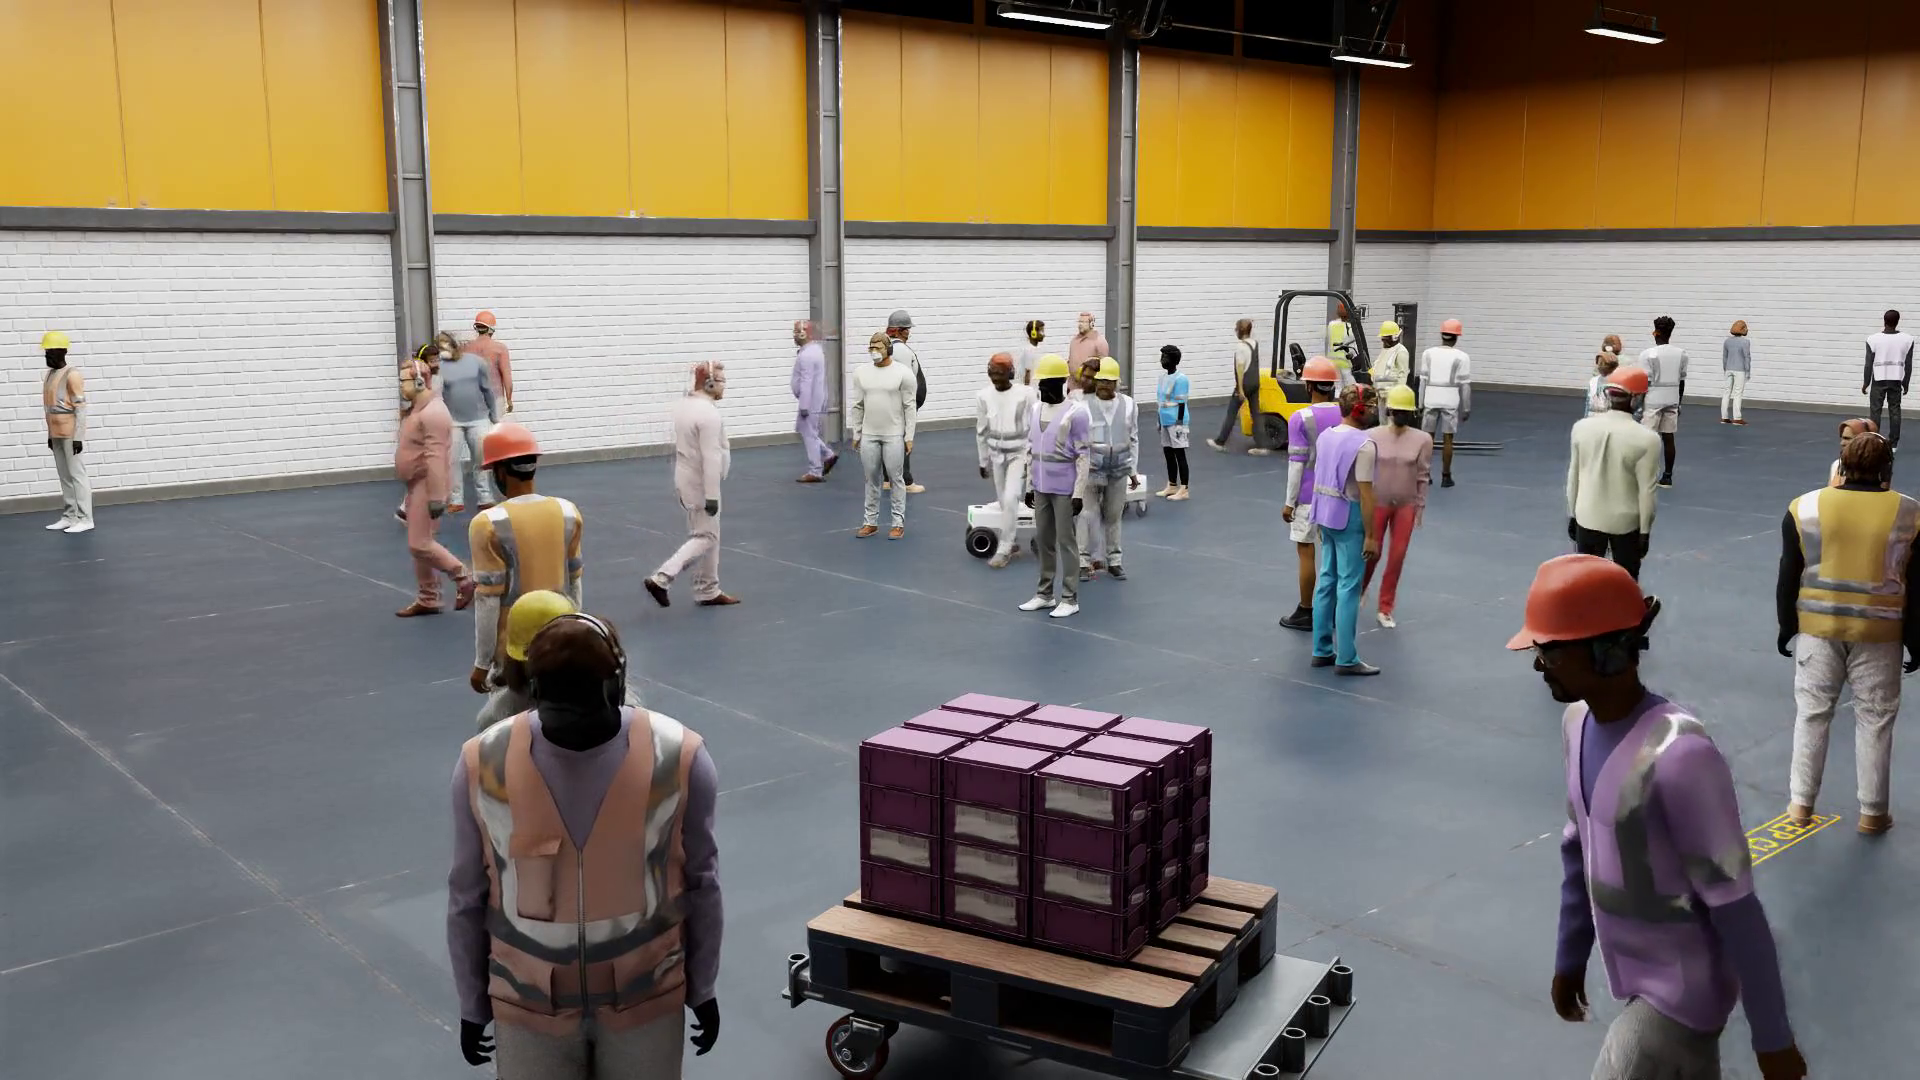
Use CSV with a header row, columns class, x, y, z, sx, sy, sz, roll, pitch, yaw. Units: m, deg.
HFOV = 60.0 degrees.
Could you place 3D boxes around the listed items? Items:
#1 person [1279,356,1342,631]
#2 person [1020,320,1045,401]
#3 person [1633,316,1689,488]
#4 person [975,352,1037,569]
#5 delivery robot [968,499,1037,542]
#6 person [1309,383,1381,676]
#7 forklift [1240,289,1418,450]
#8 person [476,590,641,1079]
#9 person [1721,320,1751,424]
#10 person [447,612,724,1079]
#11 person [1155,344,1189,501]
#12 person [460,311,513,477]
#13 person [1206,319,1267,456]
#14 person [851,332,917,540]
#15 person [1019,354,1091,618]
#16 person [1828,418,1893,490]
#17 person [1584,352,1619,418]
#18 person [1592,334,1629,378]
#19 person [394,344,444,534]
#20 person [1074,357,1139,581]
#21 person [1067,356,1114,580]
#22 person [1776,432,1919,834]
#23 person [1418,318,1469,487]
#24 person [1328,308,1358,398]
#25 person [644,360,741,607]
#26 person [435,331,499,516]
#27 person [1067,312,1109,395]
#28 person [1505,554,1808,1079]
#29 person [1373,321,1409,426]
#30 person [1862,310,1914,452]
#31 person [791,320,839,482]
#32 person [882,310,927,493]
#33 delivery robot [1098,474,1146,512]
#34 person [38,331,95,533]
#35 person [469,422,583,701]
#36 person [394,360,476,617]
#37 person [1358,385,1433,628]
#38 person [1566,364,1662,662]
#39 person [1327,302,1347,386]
class,x,y,z,sx,sy,sz,roll,pitch,yaw
person,2.506,-0.323,11.734,0.545,1.938,0.358,-5,11,-27
person,0.878,-1.819,20.768,0.443,1.852,0.513,1,10,5
person,7.914,-1.549,18.829,0.607,1.966,0.367,-3,10,-15
person,0.402,-0.688,14.177,0.598,1.827,0.843,5,11,28
delivery robot,0.425,-0.188,14.707,0.707,0.478,0.477,0,10,1
person,2.420,-0.069,10.511,0.381,1.844,0.566,-4,10,-20
forklift,5.034,-2.339,22.783,2.313,2.155,1.214,3,10,16
person,-1.148,0.984,4.760,0.491,1.701,0.837,1,10,7
person,12.202,-2.632,26.132,0.284,1.636,0.500,-4,11,-23
person,-0.865,1.066,3.887,0.631,1.840,0.428,-2,10,-9
person,2.299,-1.268,17.998,0.324,1.688,0.536,-3,10,-19
person,-5.572,-1.701,19.631,0.624,1.992,0.390,1,10,6
person,3.750,-2.037,22.164,0.523,1.795,0.926,-8,13,-40
person,-0.716,-0.968,15.503,0.635,1.937,0.354,3,10,19
person,0.685,-0.397,12.192,0.369,1.925,0.594,-8,13,-39
person,5.635,0.046,10.480,0.318,1.630,0.512,-2,10,-9
person,6.773,-1.156,17.482,0.310,1.638,0.523,-5,11,-25
person,8.501,-1.892,21.828,0.319,1.629,0.524,-7,12,-37
person,-5.160,-0.957,15.822,0.663,1.827,0.559,4,10,21
person,1.174,-0.574,13.517,0.594,1.828,0.403,-2,10,-10
person,1.062,-0.598,13.663,0.418,1.835,0.600,-7,12,-37
person,4.095,0.422,7.648,0.627,1.843,0.429,6,12,32
person,5.518,-1.561,19.004,0.565,1.932,0.380,6,12,33
person,6.080,-2.765,26.360,0.433,1.821,0.666,-6,11,-32
person,-1.989,-0.388,12.305,0.697,1.878,0.689,-5,11,-25
person,-5.020,-1.187,16.967,0.779,1.902,0.382,-4,11,-24
person,1.633,-2.032,21.820,0.408,1.912,0.641,-9,13,-44
person,1.584,1.011,3.871,1.079,1.952,0.652,0,10,2
person,5.426,-1.857,21.051,0.403,1.823,0.588,-2,10,-12
person,12.471,-2.133,22.385,0.591,1.920,0.393,2,10,14
person,-1.743,-1.610,19.379,0.486,1.889,0.685,0,10,2
person,-0.640,-1.556,18.648,0.535,2.000,0.674,-5,11,-27
delivery robot,1.548,-0.536,16.746,0.707,0.478,0.477,-8,13,-39
person,-8.567,-1.031,15.903,0.594,1.928,0.365,7,12,36
person,-1.897,0.448,7.245,0.370,1.928,0.543,8,13,39
person,-3.862,-0.364,12.116,0.493,1.888,0.663,-6,11,-30
person,3.074,-0.243,11.843,0.526,1.740,0.466,1,10,4
person,4.082,-0.127,10.510,0.780,1.970,0.621,-9,13,-42
person,6.382,-3.038,27.790,0.585,1.879,0.343,-3,10,-18
